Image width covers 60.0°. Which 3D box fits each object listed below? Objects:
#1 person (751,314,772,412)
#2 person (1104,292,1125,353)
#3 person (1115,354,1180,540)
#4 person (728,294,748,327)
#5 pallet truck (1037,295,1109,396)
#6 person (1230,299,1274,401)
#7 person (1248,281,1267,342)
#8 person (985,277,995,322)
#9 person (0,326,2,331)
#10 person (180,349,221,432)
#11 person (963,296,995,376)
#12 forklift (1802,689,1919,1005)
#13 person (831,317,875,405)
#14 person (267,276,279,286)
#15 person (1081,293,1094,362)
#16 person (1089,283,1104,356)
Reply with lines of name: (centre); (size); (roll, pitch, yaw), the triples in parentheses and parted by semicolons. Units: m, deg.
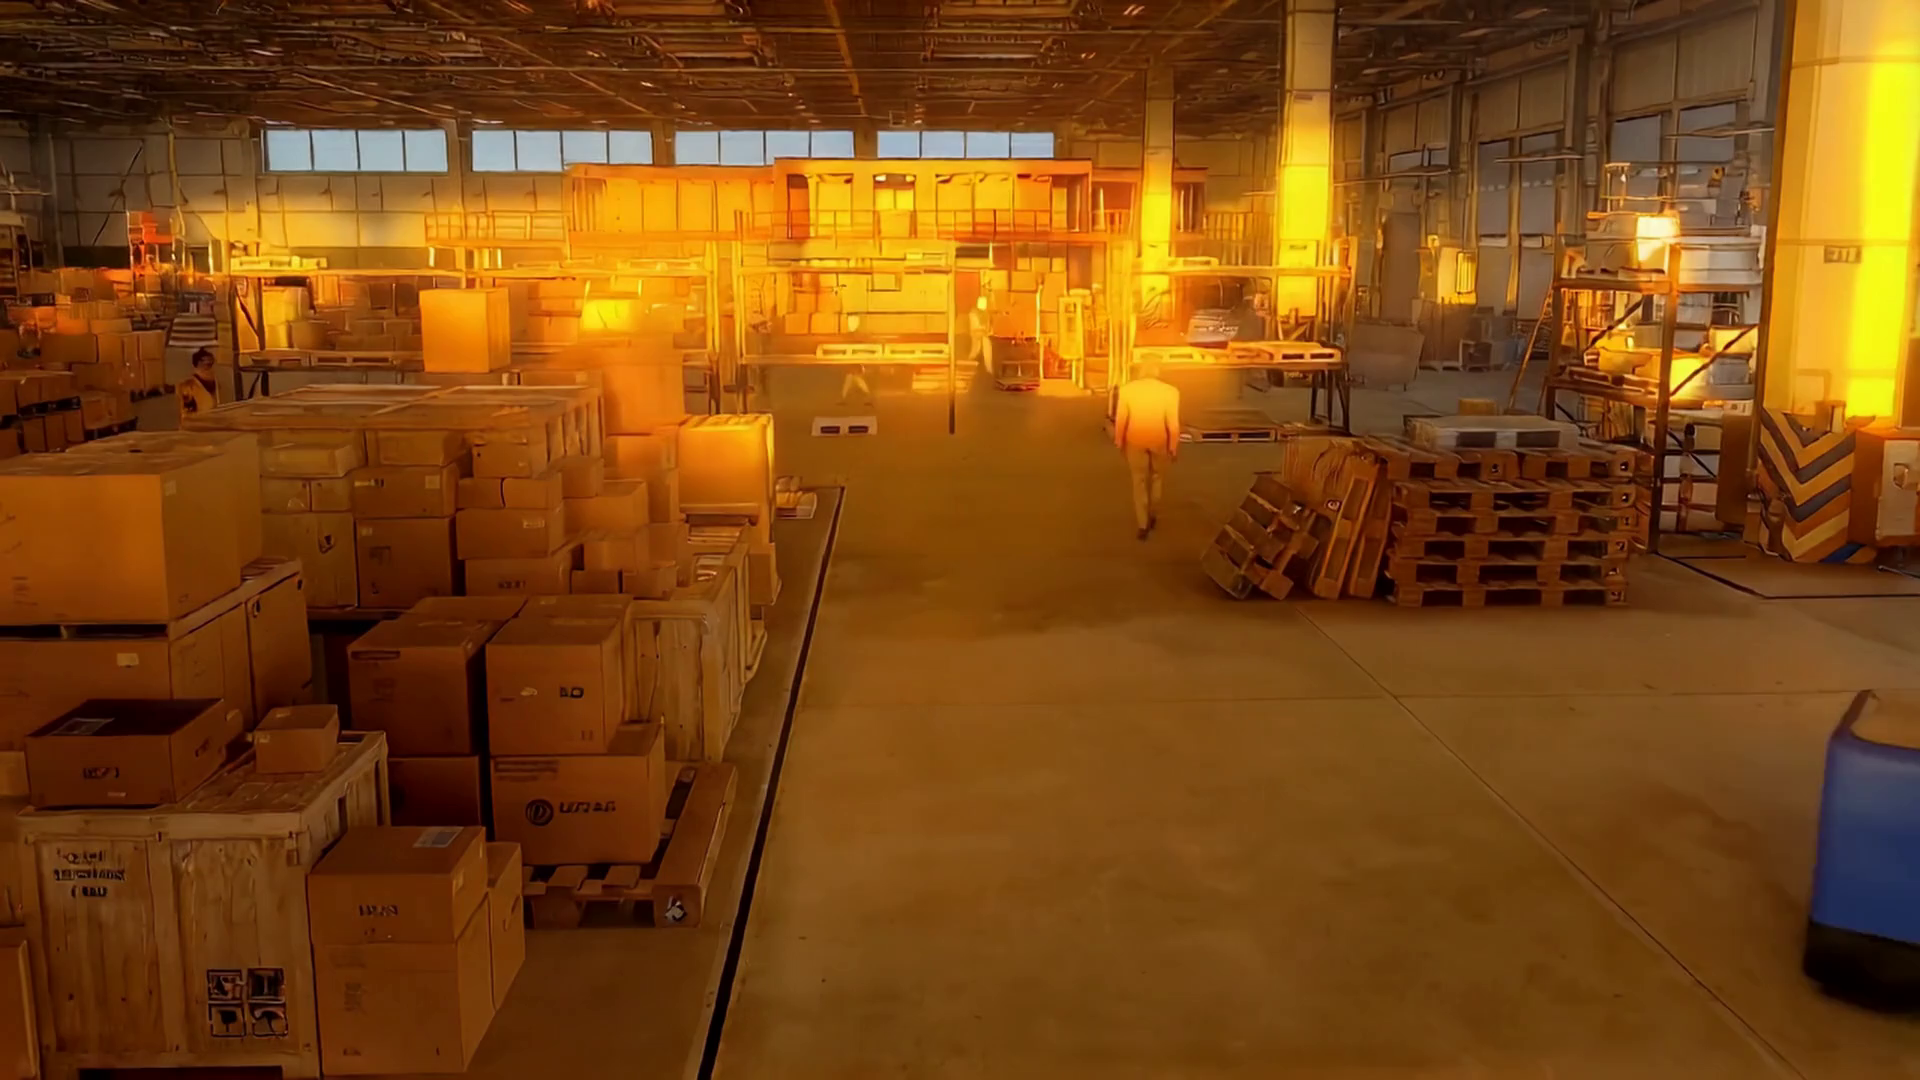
person: (-3.520, -3.111, 29.421); (0.330, 1.765, 0.533); (2, 10, 11)
person: (3.445, -4.509, 36.800); (0.582, 1.917, 0.414); (-5, 11, -26)
person: (1.932, -0.981, 17.229); (0.647, 1.885, 1.009); (1, 10, 5)
person: (-4.840, -4.395, 36.176); (0.598, 1.903, 0.583); (8, 13, 39)
pallet truck: (2.483, -3.881, 33.060); (1.885, 1.965, 0.823); (-7, 13, -36)
person: (5.556, -3.595, 31.607); (0.690, 1.961, 0.749); (6, 12, 28)
person: (8.254, -6.196, 46.120); (0.542, 1.939, 0.366); (-1, 10, -3)
person: (0.937, -7.309, 52.368); (0.368, 1.932, 0.623); (1, 10, 7)
person: (-24.064, -5.268, 41.189); (0.565, 1.849, 0.425); (1, 10, 4)
person: (-8.091, -1.086, 17.773); (0.408, 1.905, 0.607); (1, 10, 5)
person: (0.438, -4.635, 37.783); (0.634, 1.820, 0.799); (-9, 14, -42)
forklift: (4.452, 0.468, 6.374); (1.873, 2.768, 1.129); (7, 12, 34)
person: (-1.980, -3.332, 30.966); (0.905, 1.647, 0.537); (2, 10, 11)
person: (-21.268, -7.230, 51.587); (0.605, 2.045, 0.383); (-2, 10, -9)
person: (3.130, -5.354, 41.976); (0.494, 1.743, 0.304); (7, 13, 36)
person: (3.625, -5.867, 44.270); (0.396, 1.943, 0.614); (1, 10, 4)
